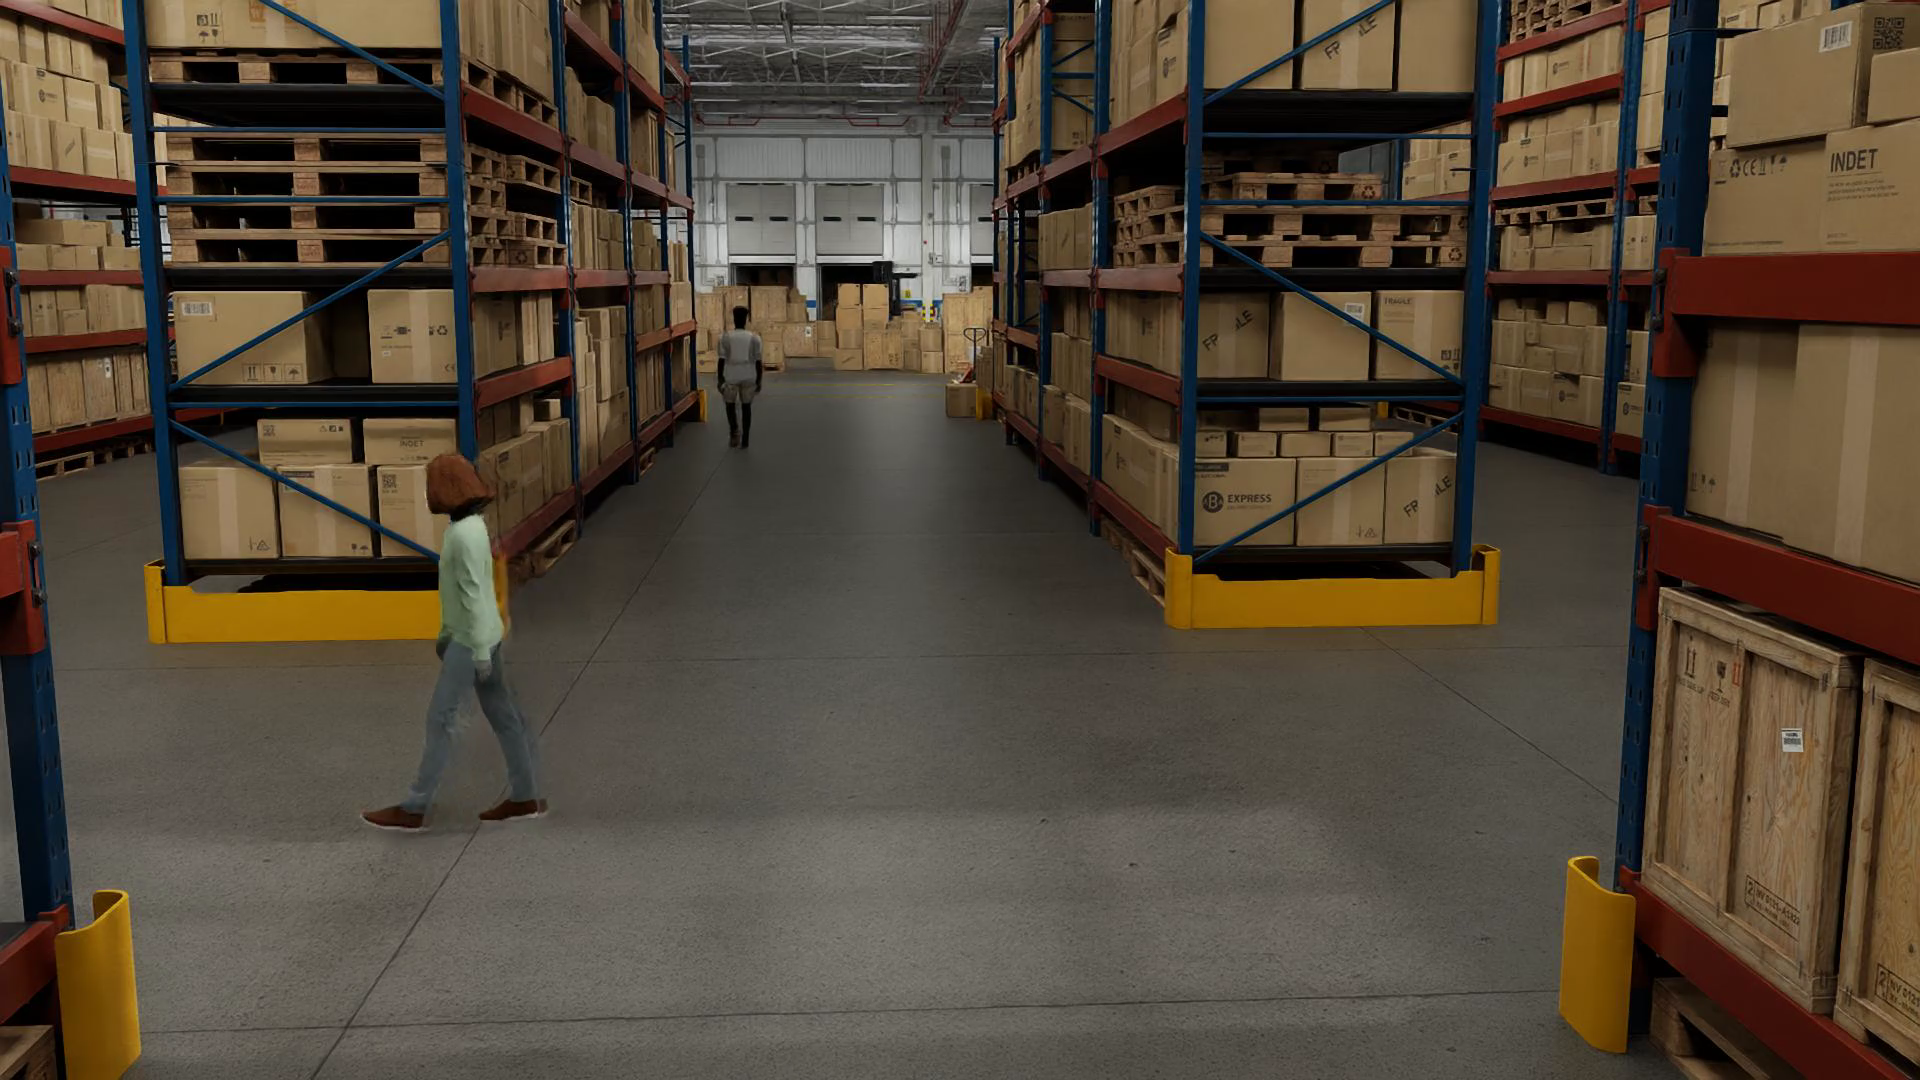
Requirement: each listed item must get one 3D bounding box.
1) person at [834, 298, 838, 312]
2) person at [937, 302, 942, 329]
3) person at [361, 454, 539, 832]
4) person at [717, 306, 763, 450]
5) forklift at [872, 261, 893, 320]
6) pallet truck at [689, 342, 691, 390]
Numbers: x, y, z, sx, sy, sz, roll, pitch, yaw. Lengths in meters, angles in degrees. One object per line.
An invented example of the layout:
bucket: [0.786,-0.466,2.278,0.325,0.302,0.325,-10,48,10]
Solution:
person: [-4.180,-7.932,58.965,0.504,1.821,0.819,-9,13,-44]
person: [-0.590,-8.340,62.169,0.514,1.605,0.698,2,9,15]
person: [-2.183,0.442,7.040,0.788,1.596,0.532,-2,9,-13]
person: [-2.978,-2.195,22.531,0.631,1.942,0.575,-2,9,-11]
forklift: [-2.571,-7.866,55.224,1.873,2.768,1.129,-5,10,-27]
pallet truck: [-5.225,-3.008,27.480,1.885,1.965,0.823,2,9,14]
